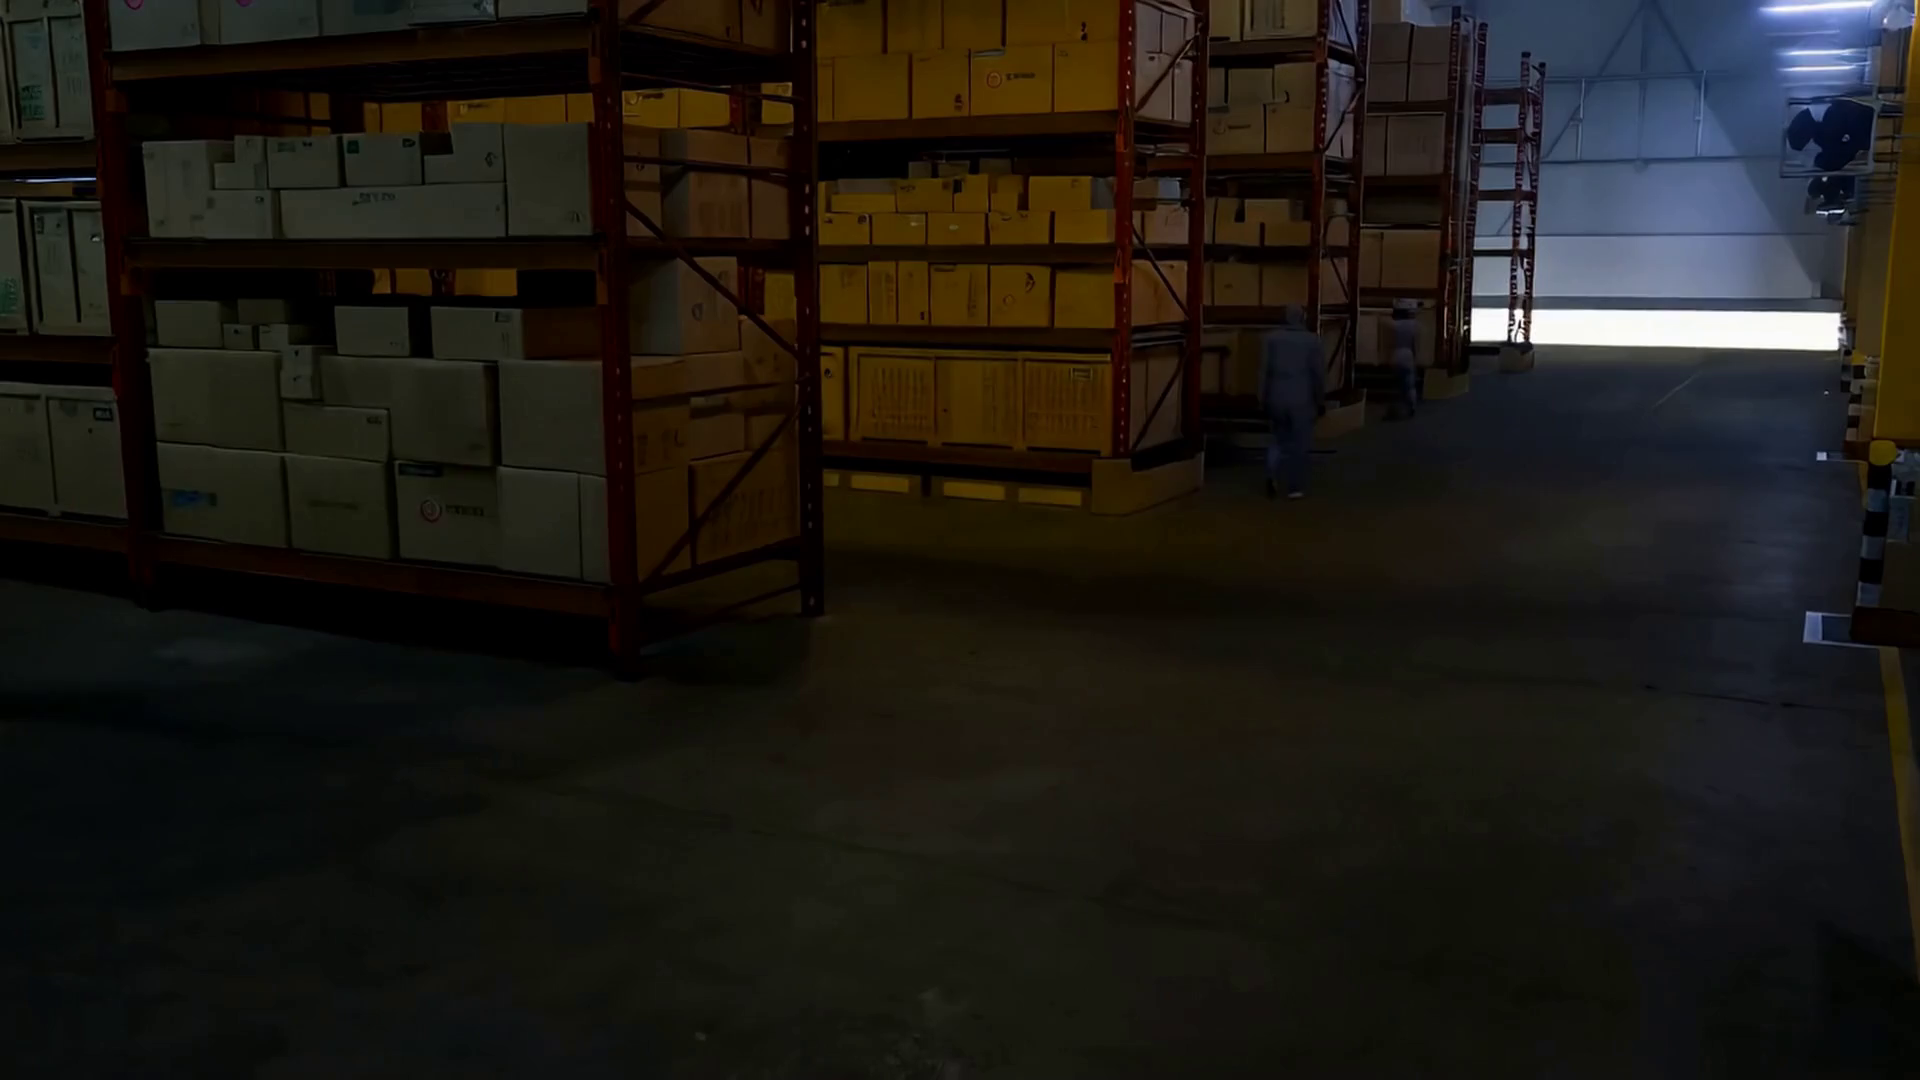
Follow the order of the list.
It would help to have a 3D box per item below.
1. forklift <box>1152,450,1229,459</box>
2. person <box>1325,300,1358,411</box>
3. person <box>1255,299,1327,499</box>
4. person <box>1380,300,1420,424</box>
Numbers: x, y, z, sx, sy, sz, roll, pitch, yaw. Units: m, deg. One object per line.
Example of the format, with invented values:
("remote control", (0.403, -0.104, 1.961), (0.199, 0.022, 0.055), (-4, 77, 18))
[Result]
("forklift", (2.043, -2.385, 19.055), (1.873, 2.768, 1.129), (5, 11, 27))
("person", (5.455, -2.691, 24.235), (0.593, 1.710, 0.839), (-3, 10, -16))
("person", (3.143, -1.328, 15.811), (0.652, 1.897, 0.423), (5, 11, 25))
("person", (6.072, -2.436, 22.776), (0.501, 1.698, 0.854), (-1, 10, -7))
